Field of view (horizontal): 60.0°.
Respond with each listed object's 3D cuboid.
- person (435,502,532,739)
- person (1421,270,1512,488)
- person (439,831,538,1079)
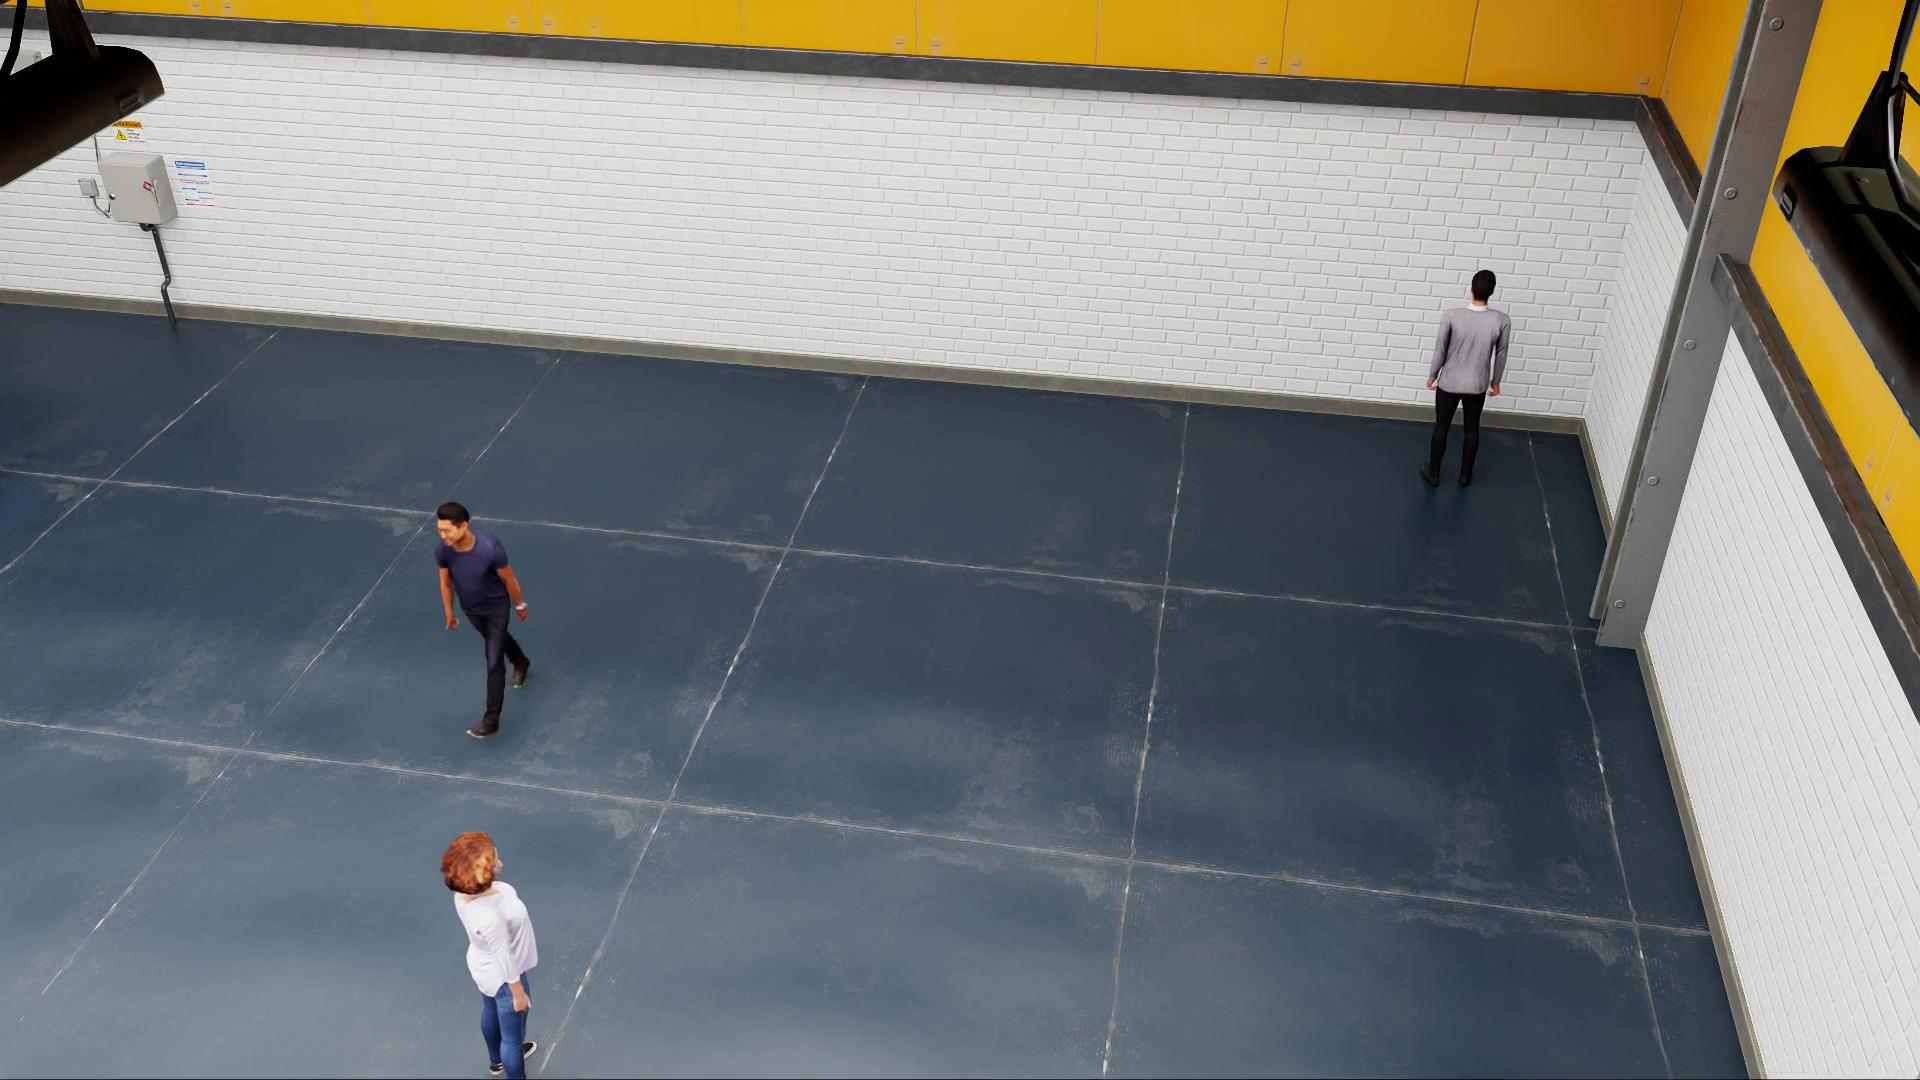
[{"bbox_3d":[-3.121,0.406,11.150,0.735,1.726,1.173,5,34,8],"label":"person"},{"bbox_3d":[4.106,-1.304,13.545,0.747,1.922,0.612,4,34,6],"label":"person"},{"bbox_3d":[-2.380,2.182,8.490,0.800,1.712,0.736,-20,39,-27],"label":"person"}]
